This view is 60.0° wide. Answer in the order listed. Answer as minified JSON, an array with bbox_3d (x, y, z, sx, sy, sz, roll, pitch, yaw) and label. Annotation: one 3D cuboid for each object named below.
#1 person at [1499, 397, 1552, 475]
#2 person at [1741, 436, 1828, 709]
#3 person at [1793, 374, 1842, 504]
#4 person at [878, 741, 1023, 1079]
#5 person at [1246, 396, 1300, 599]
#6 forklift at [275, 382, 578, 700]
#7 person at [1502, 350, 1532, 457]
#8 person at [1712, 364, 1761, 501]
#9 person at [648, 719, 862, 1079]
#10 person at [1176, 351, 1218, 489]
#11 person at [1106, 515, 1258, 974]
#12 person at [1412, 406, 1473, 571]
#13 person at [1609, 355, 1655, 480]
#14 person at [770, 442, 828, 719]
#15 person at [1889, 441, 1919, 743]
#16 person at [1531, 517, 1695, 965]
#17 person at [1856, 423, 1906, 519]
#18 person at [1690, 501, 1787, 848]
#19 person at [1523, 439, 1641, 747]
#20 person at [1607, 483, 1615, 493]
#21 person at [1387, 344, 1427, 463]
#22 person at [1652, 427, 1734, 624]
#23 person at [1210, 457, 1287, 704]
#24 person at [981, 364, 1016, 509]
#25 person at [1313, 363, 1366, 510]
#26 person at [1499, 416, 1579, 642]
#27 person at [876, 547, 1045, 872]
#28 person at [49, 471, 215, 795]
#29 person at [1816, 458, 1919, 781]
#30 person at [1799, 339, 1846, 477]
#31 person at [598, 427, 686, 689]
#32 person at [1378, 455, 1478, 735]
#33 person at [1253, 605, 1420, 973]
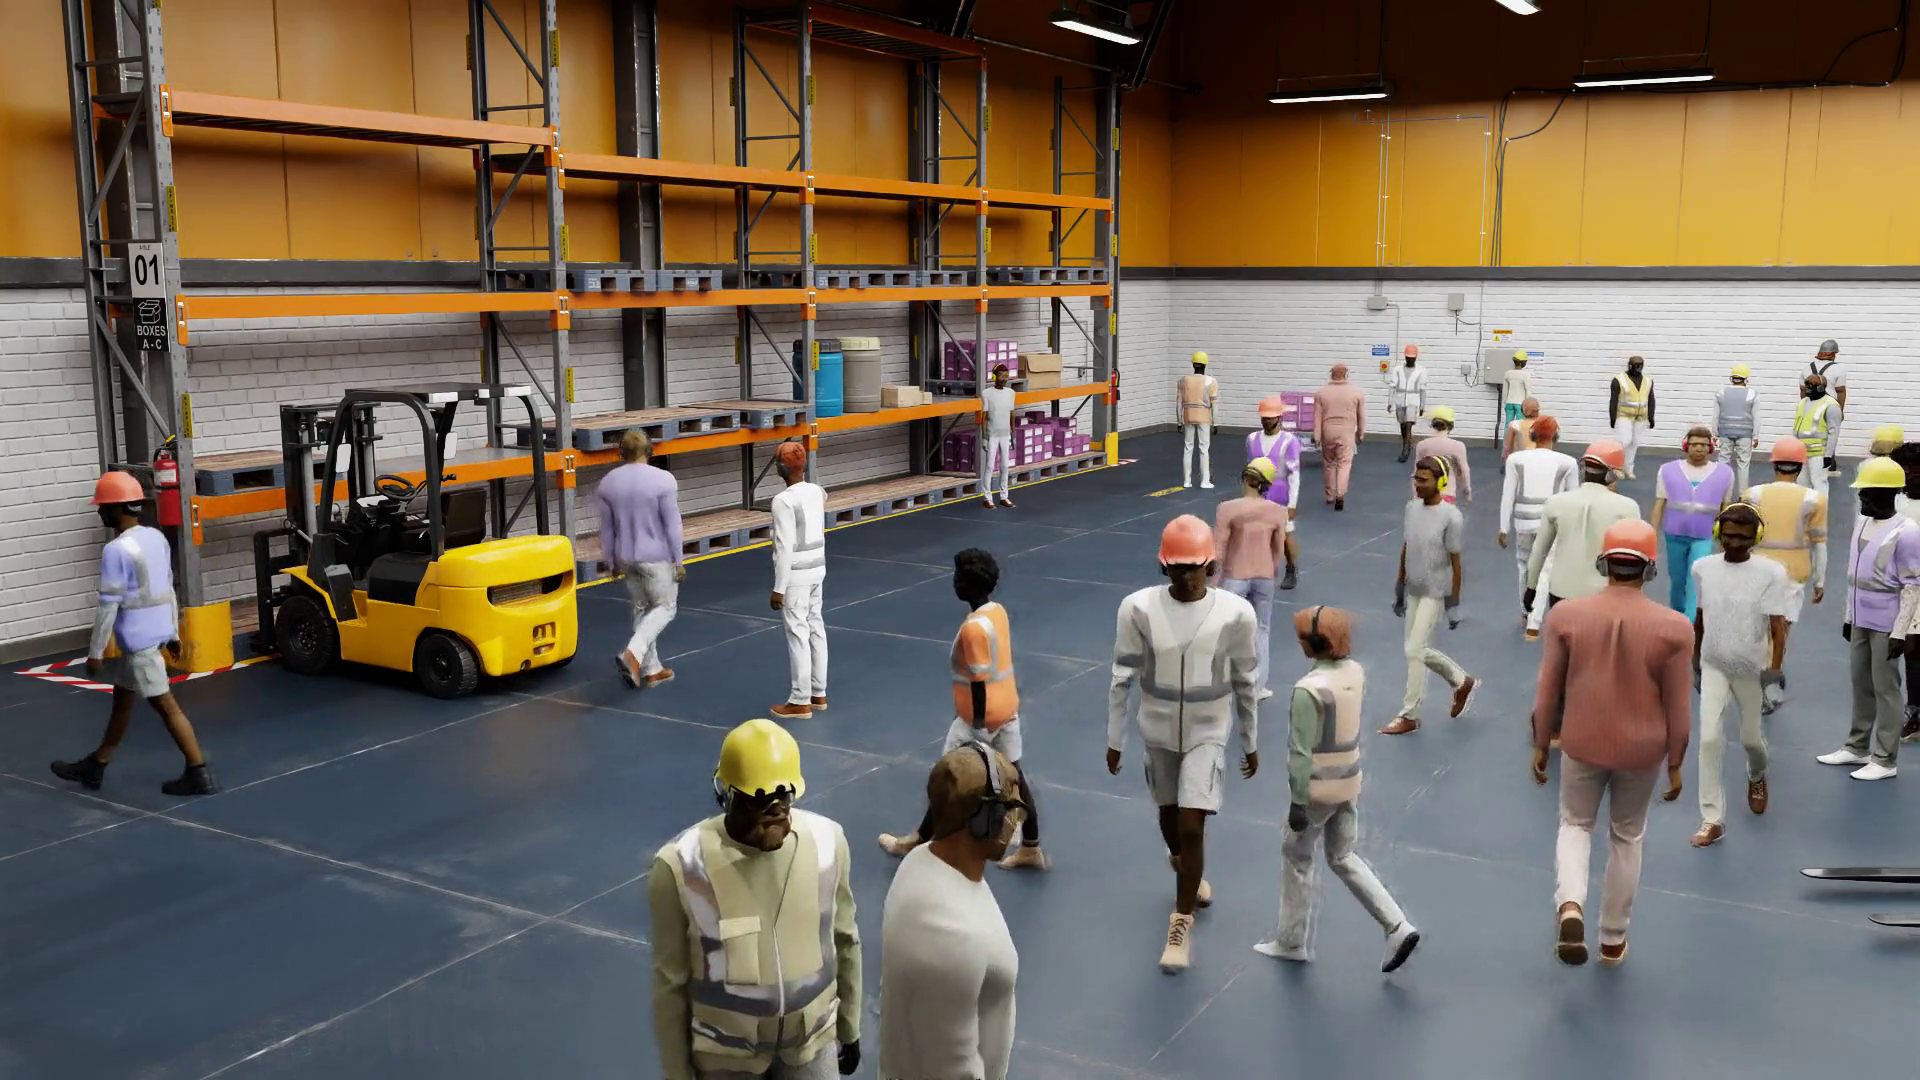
[{"bbox_3d":[6.426,-0.818,18.956,0.520,1.600,0.846,0,9,2],"label":"person"},{"bbox_3d":[5.702,0.222,11.572,0.557,1.894,1.006,7,11,36],"label":"person"},{"bbox_3d":[9.977,-1.023,19.479,0.430,1.843,0.626,-2,9,-11],"label":"person"},{"bbox_3d":[0.004,1.424,4.002,0.431,1.912,0.634,-1,9,-6],"label":"person"},{"bbox_3d":[2.934,-0.416,15.589,0.562,1.887,1.017,6,11,33],"label":"person"},{"bbox_3d":[-3.974,-0.067,12.417,2.313,2.155,1.214,5,11,30],"label":"forklift"},{"bbox_3d":[9.070,-2.196,27.040,0.310,1.768,0.533,-6,11,-34],"label":"person"},{"bbox_3d":[10.184,-1.393,21.816,0.586,1.833,0.403,7,11,36],"label":"person"},{"bbox_3d":[-0.545,1.371,4.612,0.605,1.820,0.404,-4,10,-23],"label":"person"},{"bbox_3d":[3.327,-1.674,23.277,0.594,1.925,0.378,4,10,24],"label":"person"},{"bbox_3d":[1.011,0.833,7.491,0.658,1.994,0.979,2,9,15],"label":"person"},{"bbox_3d":[4.676,-0.444,16.272,0.962,1.717,0.520,-8,12,-40],"label":"person"},{"bbox_3d":[9.827,-1.777,24.281,0.624,1.823,0.537,-1,9,-7],"label":"person"},{"bbox_3d":[-1.100,0.271,11.280,0.361,1.882,0.575,4,10,25],"label":"person"},{"bbox_3d":[6.146,0.327,10.771,0.779,1.925,0.623,-3,10,-17],"label":"person"},{"bbox_3d":[2.768,0.895,7.102,0.641,1.968,0.703,4,10,25],"label":"person"},{"bbox_3d":[7.914,-0.138,14.277,0.380,1.728,0.500,-4,10,-24],"label":"person"},{"bbox_3d":[4.178,0.680,8.899,0.530,1.835,0.840,8,12,39],"label":"person"},{"bbox_3d":[3.989,0.329,10.660,0.759,1.952,0.758,6,11,34],"label":"person"},{"bbox_3d":[4.492,0.344,11.738,0.516,1.598,0.878,2,9,12],"label":"person"},{"bbox_3d":[7.229,-2.218,26.810,0.549,1.895,0.991,5,10,27],"label":"person"},{"bbox_3d":[5.881,-0.026,13.390,0.580,1.804,0.948,5,10,26],"label":"person"},{"bbox_3d":[1.948,0.289,11.677,0.706,1.724,0.376,-2,9,-14],"label":"person"},{"bbox_3d":[0.496,-1.325,21.317,0.516,1.861,0.322,-5,10,-29],"label":"person"},{"bbox_3d":[4.868,-1.341,21.389,0.639,1.873,0.899,3,10,20],"label":"person"},{"bbox_3d":[4.826,-0.116,13.833,0.603,1.829,0.996,4,10,24],"label":"person"},{"bbox_3d":[0.033,0.857,8.328,0.857,1.656,0.537,3,10,18],"label":"person"},{"bbox_3d":[-4.779,0.551,9.512,0.977,1.882,0.570,0,9,-2],"label":"person"},{"bbox_3d":[5.444,0.469,9.903,0.388,1.927,0.589,0,9,-2],"label":"person"},{"bbox_3d":[12.876,-1.966,24.748,0.537,2.000,0.674,-5,10,-30],"label":"person"},{"bbox_3d":[-2.314,0.151,11.926,0.649,1.916,0.667,4,10,24],"label":"person"},{"bbox_3d":[3.098,0.348,10.924,0.745,1.842,0.540,-4,10,-21],"label":"person"},{"bbox_3d":[1.612,1.080,7.102,0.651,1.617,0.524,9,13,43],"label":"person"}]
